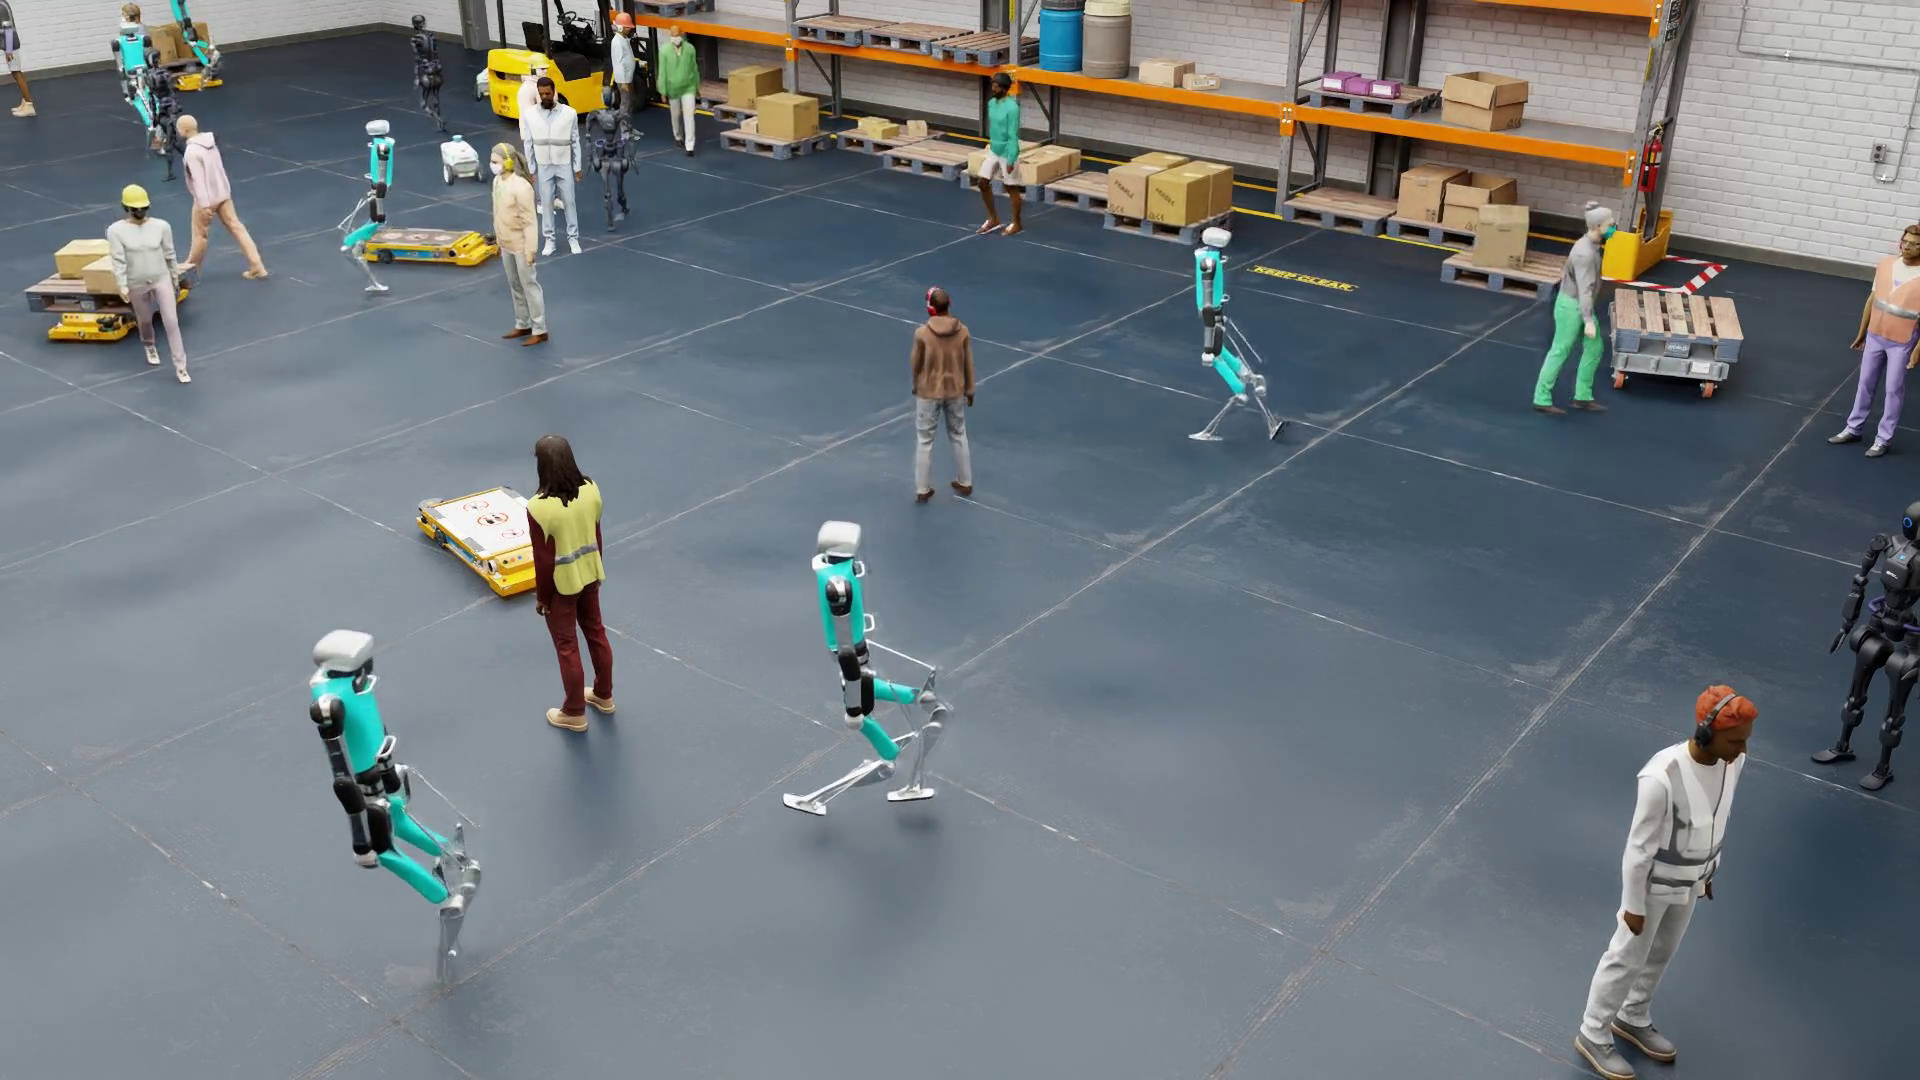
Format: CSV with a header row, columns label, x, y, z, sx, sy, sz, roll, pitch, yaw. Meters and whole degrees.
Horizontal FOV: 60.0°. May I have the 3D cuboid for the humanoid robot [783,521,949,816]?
label,x,y,z,sx,sy,sz,roll,pitch,yaw
humanoid robot,-0.400,0.711,8.439,1.040,1.740,0.546,-3,26,-7

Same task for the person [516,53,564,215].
label,x,y,z,sx,sy,sz,roll,pitch,yaw
person,-4.949,-4.812,19.699,0.409,1.867,0.791,10,28,20

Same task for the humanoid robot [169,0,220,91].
label,x,y,z,sx,sy,sz,roll,pitch,yaw
humanoid robot,-12.164,-8.056,26.628,0.761,1.842,0.563,-19,32,-34

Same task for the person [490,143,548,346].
label,x,y,z,sx,sy,sz,roll,pitch,yaw
person,-4.089,-2.742,15.405,0.564,1.874,0.391,23,34,39

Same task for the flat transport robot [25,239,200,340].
label,x,y,z,sx,sy,sz,roll,pitch,yaw
flat transport robot,-8.222,-2.269,16.270,0.659,0.231,1.431,2,26,4

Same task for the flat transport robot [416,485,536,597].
label,x,y,z,sx,sy,sz,roll,pitch,yaw
flat transport robot,-3.206,-0.021,11.615,0.659,0.231,1.431,-19,32,-34

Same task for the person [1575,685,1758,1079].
label,x,y,z,sx,sy,sz,roll,pitch,yaw
person,2.912,1.403,6.827,0.565,1.876,0.362,-14,29,-27

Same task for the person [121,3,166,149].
label,x,y,z,sx,sy,sz,roll,pitch,yaw
person,-11.191,-6.374,22.854,0.369,1.939,0.632,-11,28,-21

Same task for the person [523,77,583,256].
label,x,y,z,sx,sy,sz,roll,pitch,yaw
person,-4.416,-4.068,18.102,0.595,1.916,0.385,-4,26,-9

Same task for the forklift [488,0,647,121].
label,x,y,z,sx,sy,sz,roll,pitch,yaw
forklift,-5.874,-7.334,24.552,1.214,2.155,2.313,19,32,34

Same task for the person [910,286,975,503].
label,x,y,z,sx,sy,sz,roll,pitch,yaw
person,-0.123,-1.065,12.199,0.481,1.635,0.387,-10,27,-19

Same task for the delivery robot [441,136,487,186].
label,x,y,z,sx,sy,sz,roll,pitch,yaw
delivery robot,-6.407,-4.868,21.344,0.499,0.613,0.814,-12,28,-24

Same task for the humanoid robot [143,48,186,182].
label,x,y,z,sx,sy,sz,roll,pitch,yaw
humanoid robot,-10.130,-5.471,21.337,0.608,1.642,0.748,17,30,31

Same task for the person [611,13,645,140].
label,x,y,z,sx,sy,sz,roll,pitch,yaw
person,-4.684,-6.514,23.370,0.350,1.737,0.575,-1,26,-2

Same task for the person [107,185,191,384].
label,x,y,z,sx,sy,sz,roll,pitch,yaw
person,-7.145,-2.292,14.631,0.524,1.730,0.839,-15,29,-27

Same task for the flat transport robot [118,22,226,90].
label,x,y,z,sx,sy,sz,roll,pitch,yaw
flat transport robot,-12.826,-7.576,27.260,1.431,0.231,0.659,16,30,30

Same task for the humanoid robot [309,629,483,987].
label,x,y,z,sx,sy,sz,roll,pitch,yaw
humanoid robot,-2.381,1.254,7.407,0.746,1.868,0.543,0,26,0

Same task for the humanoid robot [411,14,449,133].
label,x,y,z,sx,sy,sz,roll,pitch,yaw
humanoid robot,-7.535,-6.641,23.699,0.387,1.644,0.606,8,27,15

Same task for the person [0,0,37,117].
label,x,y,z,sx,sy,sz,roll,pitch,yaw
person,-14.198,-7.348,24.752,0.391,2.041,0.612,-13,29,-25

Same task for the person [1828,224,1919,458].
label,x,y,z,sx,sy,sz,roll,pitch,yaw
person,7.289,-1.565,12.993,0.389,1.849,0.563,-13,29,-25

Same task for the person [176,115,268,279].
label,x,y,z,sx,sy,sz,roll,pitch,yaw
person,-7.761,-3.520,17.183,0.996,1.732,0.528,4,26,9

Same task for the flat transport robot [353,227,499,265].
label,x,y,z,sx,sy,sz,roll,pitch,yaw
flat transport robot,-5.859,-3.213,18.225,1.431,0.231,0.659,4,26,8

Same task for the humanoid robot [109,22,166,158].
label,x,y,z,sx,sy,sz,roll,pitch,yaw
humanoid robot,-10.871,-5.979,22.285,0.679,1.808,0.538,20,32,35

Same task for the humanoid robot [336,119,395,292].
label,x,y,z,sx,sy,sz,roll,pitch,yaw
humanoid robot,-5.986,-3.291,16.721,0.745,1.798,0.531,-8,27,-17

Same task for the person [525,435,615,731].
label,x,y,z,sx,sy,sz,roll,pitch,yaw
person,-2.180,0.247,9.336,0.374,1.768,0.473,17,31,32

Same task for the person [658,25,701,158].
label,x,y,z,sx,sy,sz,roll,pitch,yaw
person,-3.813,-6.145,22.622,0.568,1.731,0.898,-5,26,-10

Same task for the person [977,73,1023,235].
label,x,y,z,sx,sy,sz,roll,pitch,yaw
person,0.449,-4.324,18.732,0.677,1.827,0.531,-20,32,-35

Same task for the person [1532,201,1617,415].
label,x,y,z,sx,sy,sz,roll,pitch,yaw
person,5.166,-1.868,13.654,0.719,1.815,0.533,13,29,26

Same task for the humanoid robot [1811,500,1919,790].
label,x,y,z,sx,sy,sz,roll,pitch,yaw
humanoid robot,4.941,0.543,8.810,0.315,1.657,0.599,-11,28,-22

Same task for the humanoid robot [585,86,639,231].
label,x,y,z,sx,sy,sz,roll,pitch,yaw
humanoid robot,-4.014,-4.413,19.157,0.600,1.651,0.687,-4,26,-9

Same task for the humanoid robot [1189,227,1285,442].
label,x,y,z,sx,sy,sz,roll,pitch,yaw
humanoid robot,2.257,-1.559,13.173,0.877,1.828,0.546,5,26,10

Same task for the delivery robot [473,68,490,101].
label,x,y,z,sx,sy,sz,roll,pitch,yaw
delivery robot,-7.341,-7.201,26.178,0.499,0.614,0.789,2,26,3
